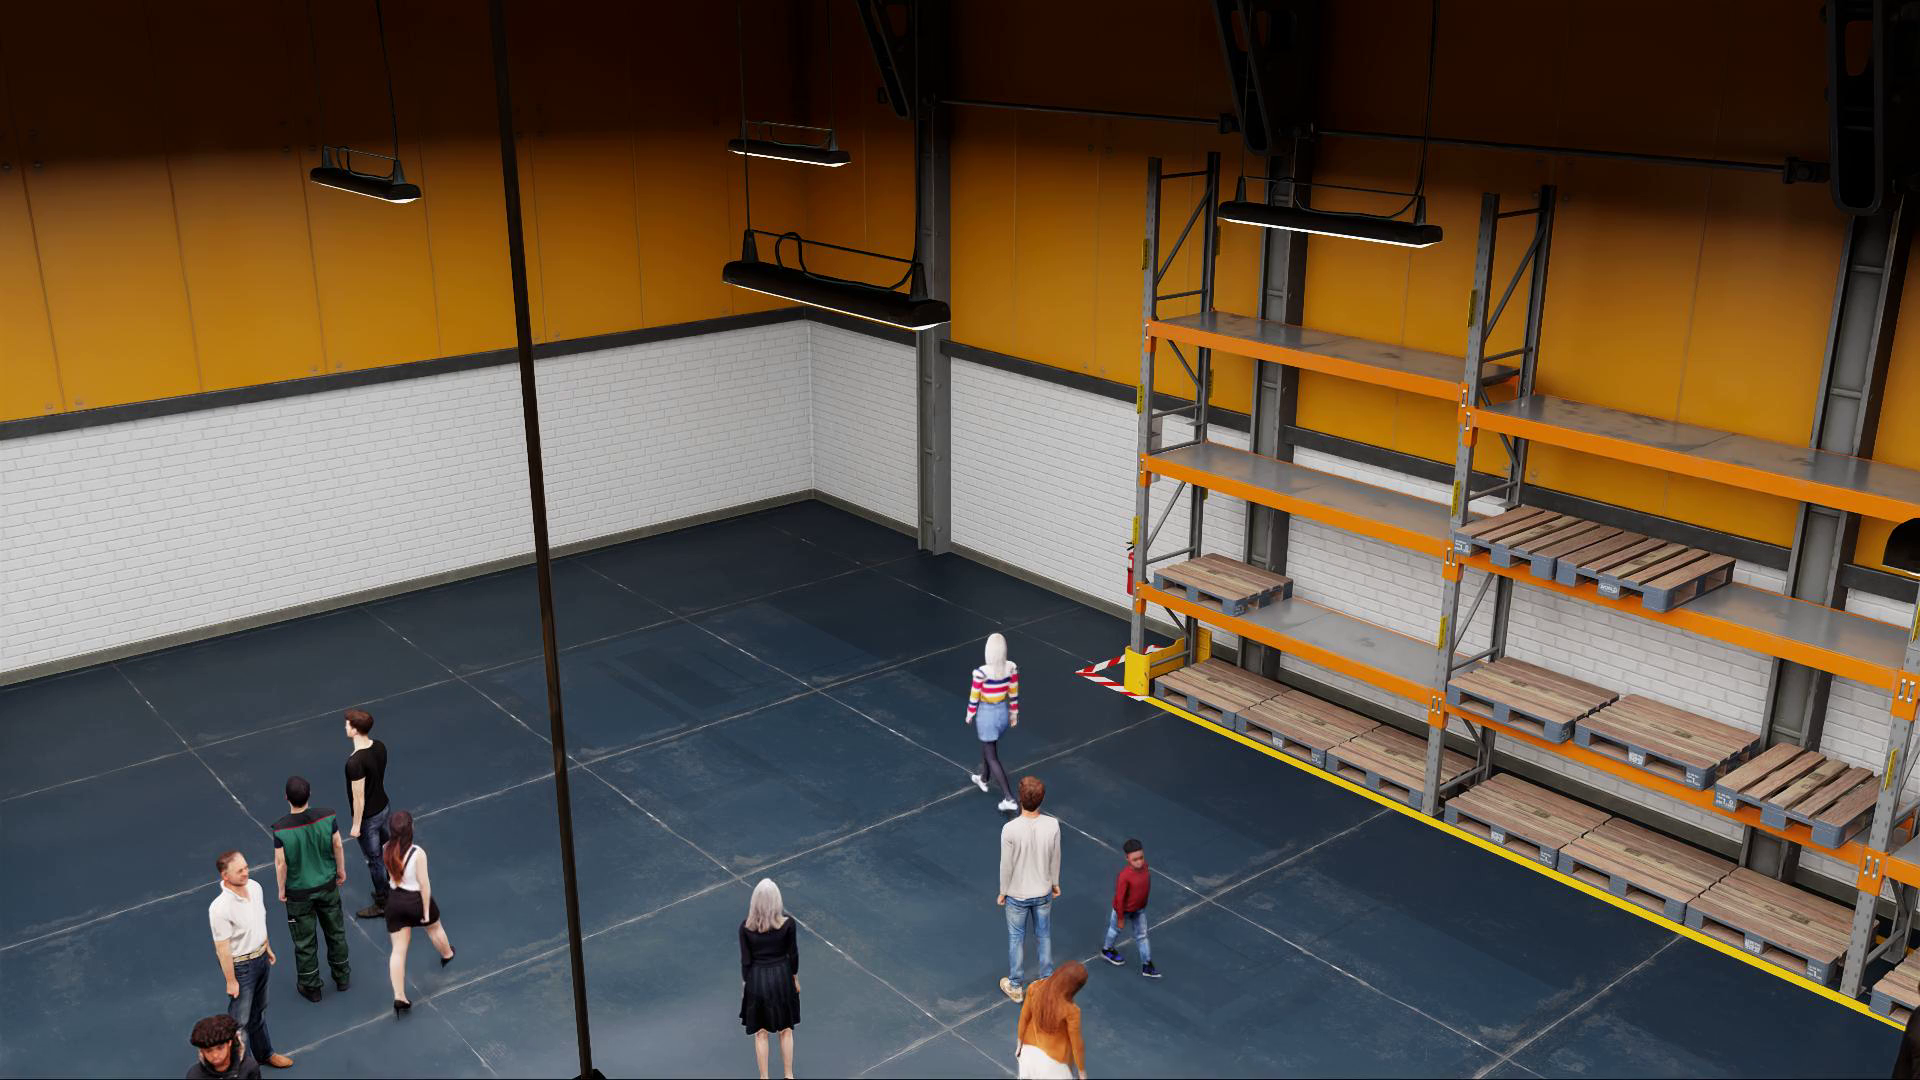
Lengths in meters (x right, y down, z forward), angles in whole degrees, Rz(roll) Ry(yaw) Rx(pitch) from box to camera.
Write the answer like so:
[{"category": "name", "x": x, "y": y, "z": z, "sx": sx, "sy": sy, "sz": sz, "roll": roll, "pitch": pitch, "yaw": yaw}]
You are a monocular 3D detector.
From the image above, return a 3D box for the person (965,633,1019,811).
[{"category": "person", "x": 0.357, "y": 1.793, "z": 16.166, "sx": 0.706, "sy": 1.772, "sz": 1.122, "roll": -13, "pitch": 22, "yaw": -33}]

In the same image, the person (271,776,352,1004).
[{"category": "person", "x": -5.136, "y": 2.735, "z": 13.166, "sx": 0.672, "sy": 1.901, "sz": 0.550, "roll": -14, "pitch": 23, "yaw": -37}]

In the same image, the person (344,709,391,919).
[{"category": "person", "x": -5.071, "y": 2.342, "z": 14.340, "sx": 0.805, "sy": 1.897, "sz": 0.750, "roll": 2, "pitch": 19, "yaw": 6}]

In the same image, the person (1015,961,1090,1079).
[{"category": "person", "x": 0.552, "y": 3.517, "z": 11.185, "sx": 0.697, "sy": 1.683, "sz": 0.908, "roll": 7, "pitch": 20, "yaw": 20}]

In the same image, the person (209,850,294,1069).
[{"category": "person", "x": -5.245, "y": 3.096, "z": 12.165, "sx": 0.775, "sy": 1.856, "sz": 0.753, "roll": 5, "pitch": 19, "yaw": 14}]

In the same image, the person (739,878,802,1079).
[{"category": "person", "x": -1.367, "y": 3.220, "z": 11.968, "sx": 0.697, "sy": 1.746, "sz": 0.712, "roll": -4, "pitch": 19, "yaw": -12}]

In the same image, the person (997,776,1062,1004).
[{"category": "person", "x": 0.548, "y": 2.751, "z": 13.114, "sx": 0.752, "sy": 1.904, "sz": 0.729, "roll": -5, "pitch": 19, "yaw": -14}]

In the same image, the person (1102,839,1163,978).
[{"category": "person", "x": 1.346, "y": 2.958, "z": 13.569, "sx": 0.535, "sy": 1.221, "sz": 0.851, "roll": -16, "pitch": 24, "yaw": -39}]

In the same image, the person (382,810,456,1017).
[{"category": "person", "x": -4.365, "y": 2.944, "z": 13.028, "sx": 1.035, "sy": 1.594, "sz": 1.076, "roll": 3, "pitch": 19, "yaw": 8}]

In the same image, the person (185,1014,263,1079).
[{"category": "person", "x": -4.548, "y": 3.737, "z": 10.383, "sx": 0.661, "sy": 1.778, "sz": 0.624, "roll": -11, "pitch": 21, "yaw": -29}]
